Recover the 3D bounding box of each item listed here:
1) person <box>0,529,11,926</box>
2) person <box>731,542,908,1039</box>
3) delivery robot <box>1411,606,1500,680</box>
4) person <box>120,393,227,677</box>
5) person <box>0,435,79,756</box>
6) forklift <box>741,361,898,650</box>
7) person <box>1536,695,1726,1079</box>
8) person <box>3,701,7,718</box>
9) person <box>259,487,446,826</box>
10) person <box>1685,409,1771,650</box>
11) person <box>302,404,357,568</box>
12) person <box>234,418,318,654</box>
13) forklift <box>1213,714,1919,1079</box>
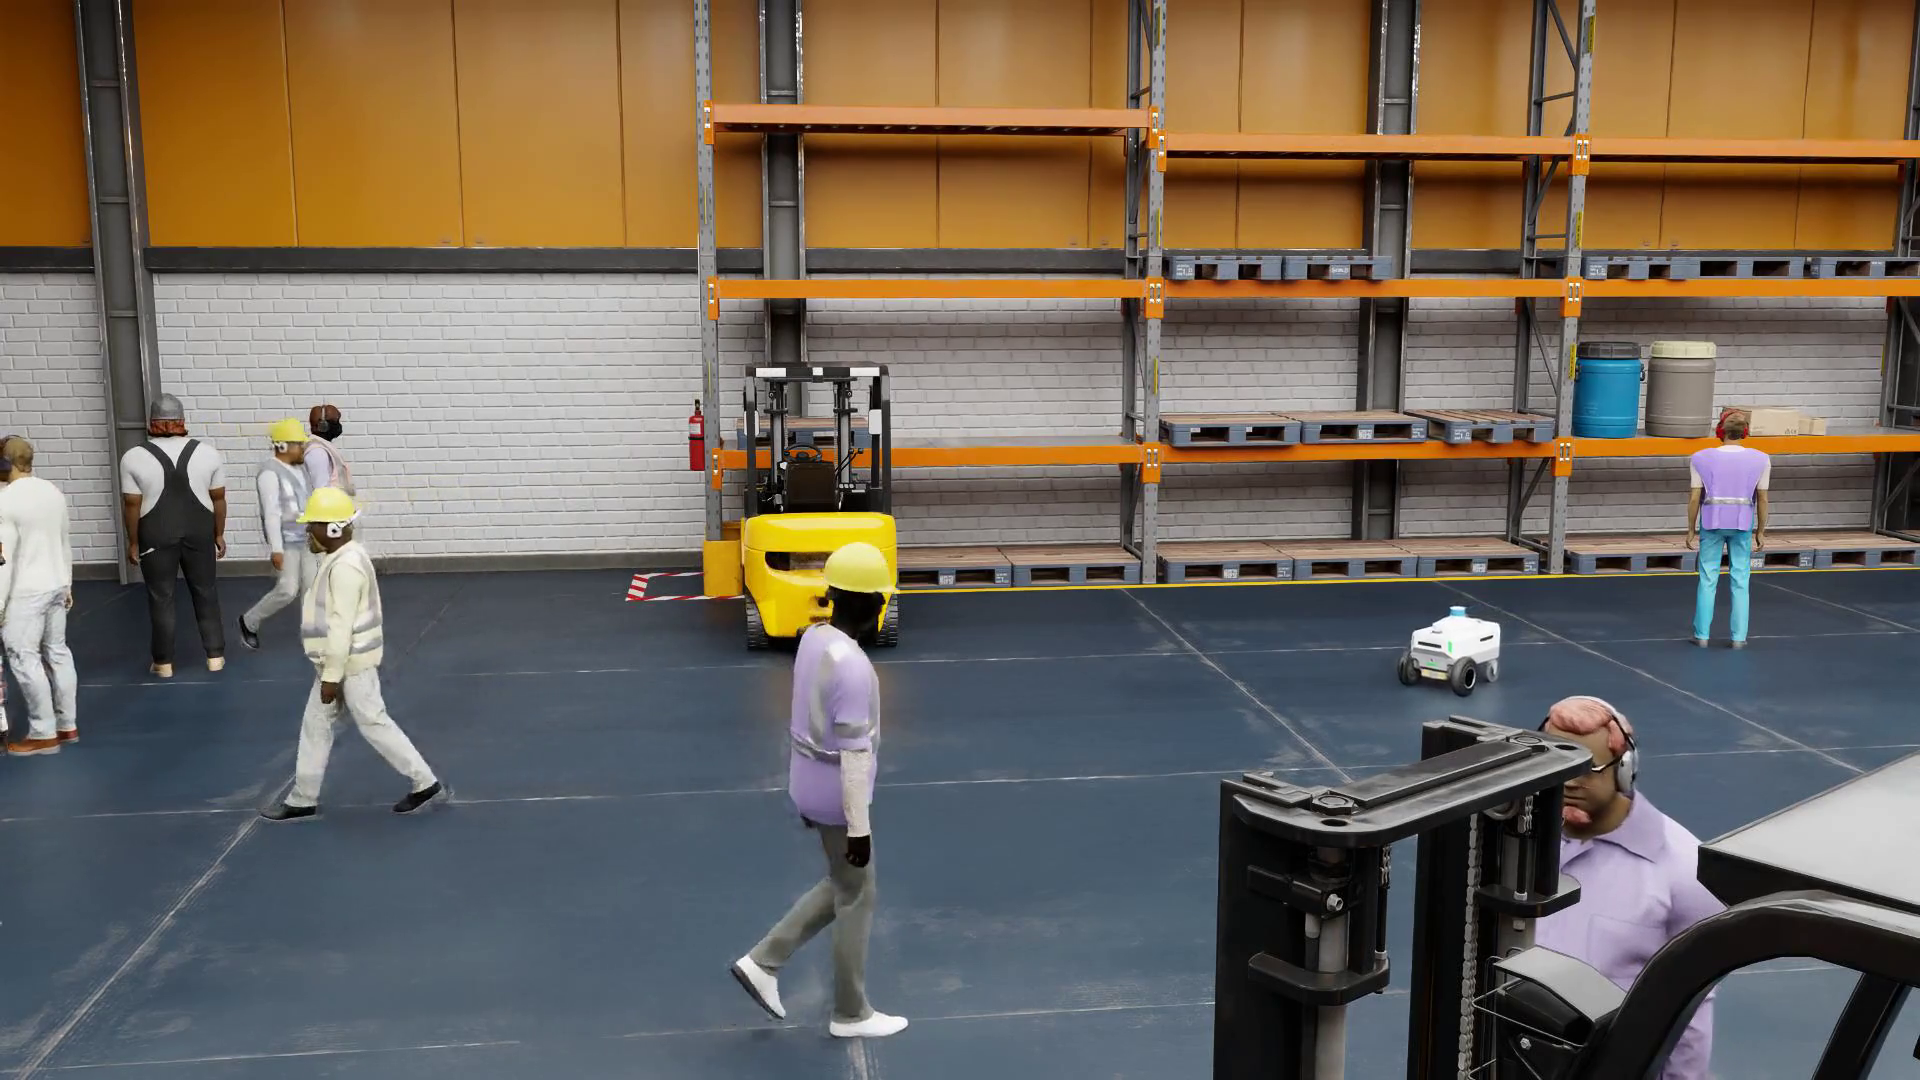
[{"bbox_3d":[-4.320,0.825,7.172,0.477,1.856,0.600,-2,9,-11],"label":"person"},{"bbox_3d":[-0.495,0.952,6.206,0.576,1.905,0.594,-3,10,-18],"label":"person"},{"bbox_3d":[3.470,0.709,11.628,0.707,0.478,0.477,-8,12,-43],"label":"delivery robot"},{"bbox_3d":[-5.669,-0.046,12.006,0.688,2.000,0.536,-6,11,-34],"label":"person"},{"bbox_3d":[-5.592,0.328,10.041,0.385,1.930,0.643,1,9,3],"label":"person"},{"bbox_3d":[-1.154,-0.340,13.365,1.214,2.155,2.313,-1,9,-7],"label":"forklift"},{"bbox_3d":[1.465,1.302,4.042,0.639,1.900,0.401,7,12,38],"label":"person"},{"bbox_3d":[-6.326,0.342,10.141,0.848,1.858,0.730,-2,9,-11],"label":"person"},{"bbox_3d":[-3.188,0.608,8.716,0.922,1.792,0.602,-4,10,-24],"label":"person"},{"bbox_3d":[5.882,-0.073,12.770,0.566,1.849,0.387,3,10,18],"label":"person"},{"bbox_3d":[-5.091,-0.175,13.442,0.429,1.841,0.632,-3,10,-20],"label":"person"},{"bbox_3d":[-5.075,-0.010,12.490,0.681,1.816,0.604,1,9,7],"label":"person"},{"bbox_3d":[1.441,1.425,2.350,1.214,2.155,2.313,-7,12,-39],"label":"forklift"}]
